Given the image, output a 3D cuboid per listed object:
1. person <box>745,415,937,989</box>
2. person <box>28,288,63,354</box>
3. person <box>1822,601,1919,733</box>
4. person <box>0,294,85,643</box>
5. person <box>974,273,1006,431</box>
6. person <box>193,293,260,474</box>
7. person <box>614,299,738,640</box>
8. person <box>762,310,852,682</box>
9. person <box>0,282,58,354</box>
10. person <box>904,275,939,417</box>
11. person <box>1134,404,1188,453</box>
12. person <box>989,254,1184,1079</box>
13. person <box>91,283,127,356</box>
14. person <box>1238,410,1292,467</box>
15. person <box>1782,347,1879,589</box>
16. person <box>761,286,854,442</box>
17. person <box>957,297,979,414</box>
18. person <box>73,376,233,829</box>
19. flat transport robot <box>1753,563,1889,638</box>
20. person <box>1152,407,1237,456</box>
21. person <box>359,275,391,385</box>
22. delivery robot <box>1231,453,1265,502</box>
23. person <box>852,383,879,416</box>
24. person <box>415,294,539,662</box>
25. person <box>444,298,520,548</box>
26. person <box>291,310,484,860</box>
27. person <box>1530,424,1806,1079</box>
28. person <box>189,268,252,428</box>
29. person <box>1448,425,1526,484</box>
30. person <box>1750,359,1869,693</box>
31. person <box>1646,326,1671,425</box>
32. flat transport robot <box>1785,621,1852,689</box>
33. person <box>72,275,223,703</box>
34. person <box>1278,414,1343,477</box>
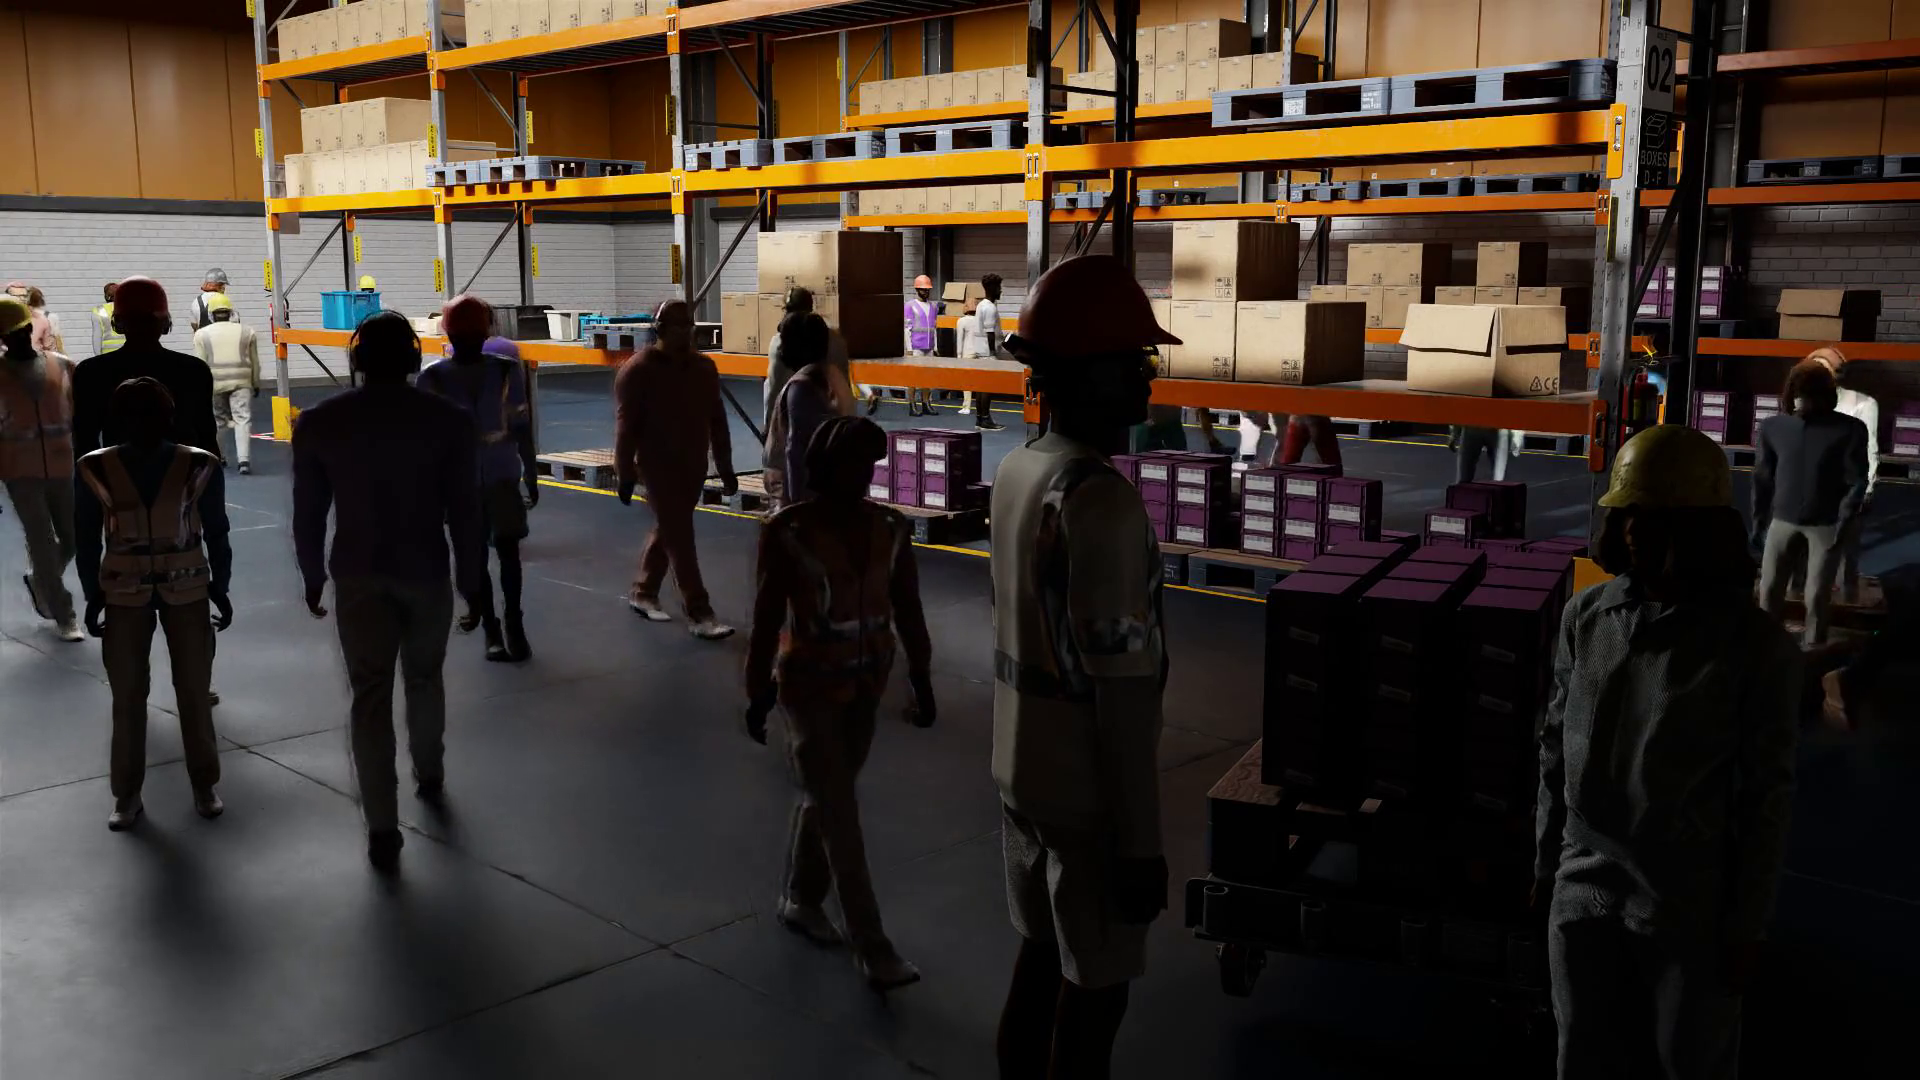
[{"bbox_3d":[-0.288,0.452,4.757,0.541,1.594,0.822,-8,12,-41],"label":"person"},{"bbox_3d":[-11.295,-2.188,20.421,0.509,1.802,0.999,-5,11,-29],"label":"person"},{"bbox_3d":[4.151,-0.067,6.907,0.881,1.947,0.668,0,9,-1],"label":"person"},{"bbox_3d":[-5.061,-0.392,9.066,0.613,1.896,0.599,8,13,42],"label":"person"},{"bbox_3d":[0.356,-2.349,20.842,0.370,1.965,0.608,-2,9,-11],"label":"person"},{"bbox_3d":[-7.257,-1.547,16.510,0.592,1.788,0.945,-4,10,-25],"label":"person"},{"bbox_3d":[-1.585,-0.406,9.275,0.992,1.861,0.650,7,12,38],"label":"person"},{"bbox_3d":[-0.727,-0.181,7.972,0.434,1.827,0.642,2,9,10],"label":"person"},{"bbox_3d":[-9.447,-1.659,16.842,0.690,1.883,0.680,8,12,40],"label":"person"},{"bbox_3d":[-0.508,-2.663,22.856,0.545,1.938,0.361,-8,12,-39],"label":"person"},{"bbox_3d":[1.578,-0.914,12.809,0.531,1.720,0.886,-6,11,-33],"label":"person"},{"bbox_3d":[0.251,0.476,3.275,0.365,2.048,0.608,-3,10,-18],"label":"person"},{"bbox_3d":[-10.720,-2.345,21.191,0.429,1.846,0.630,9,13,43],"label":"person"},{"bbox_3d":[2.591,-1.215,14.100,0.639,1.895,0.496,-4,10,-23],"label":"person"},{"bbox_3d":[4.866,-0.281,9.327,0.518,1.589,0.599,8,12,39],"label":"person"},{"bbox_3d":[-1.138,-0.841,11.807,0.993,1.886,0.636,8,12,39],"label":"person"},{"bbox_3d":[0.184,-2.574,23.269,0.492,1.626,0.284,-5,10,-26],"label":"person"},{"bbox_3d":[-2.932,0.220,6.084,0.515,1.641,0.315,-4,10,-22],"label":"person"},{"bbox_3d":[4.882,0.349,9.478,0.652,0.197,1.431,4,10,25],"label":"flat transport robot"},{"bbox_3d":[2.454,-1.802,17.738,1.020,1.884,0.563,6,11,31],"label":"person"},{"bbox_3d":[-8.086,-2.658,22.845,0.587,1.930,0.356,-7,11,-36],"label":"person"},{"bbox_3d":[2.278,-0.448,13.198,0.477,0.478,0.707,-6,11,-33],"label":"delivery robot"},{"bbox_3d":[-1.453,-2.559,22.258,0.647,1.927,0.640,7,12,37],"label":"person"},{"bbox_3d":[-2.442,-0.295,8.464,0.580,1.892,0.530,-3,10,-18],"label":"person"},{"bbox_3d":[-3.373,-0.819,11.922,0.571,1.821,0.697,-8,12,-40],"label":"person"},{"bbox_3d":[-2.039,0.125,5.959,0.648,1.882,1.066,-3,10,-17],"label":"person"},{"bbox_3d":[1.282,0.652,3.121,0.296,1.744,0.484,-7,12,-37],"label":"person"},{"bbox_3d":[-9.426,-2.455,21.262,0.677,2.000,0.536,3,10,20],"label":"person"},{"bbox_3d":[3.820,-0.749,12.067,0.547,1.620,0.524,2,9,9],"label":"person"},{"bbox_3d":[4.033,-0.056,7.928,0.530,1.610,0.347,8,12,40],"label":"person"},{"bbox_3d":[4.775,-0.658,11.490,0.743,1.661,0.581,9,13,43],"label":"person"},{"bbox_3d":[3.867,0.570,8.128,1.431,0.197,0.652,-8,12,-39],"label":"flat transport robot"},{"bbox_3d":[-3.675,-0.199,7.581,0.623,1.989,0.399,-7,12,-38],"label":"person"},{"bbox_3d":[2.685,-0.879,12.605,0.513,1.709,0.939,-8,12,-40],"label":"person"}]
